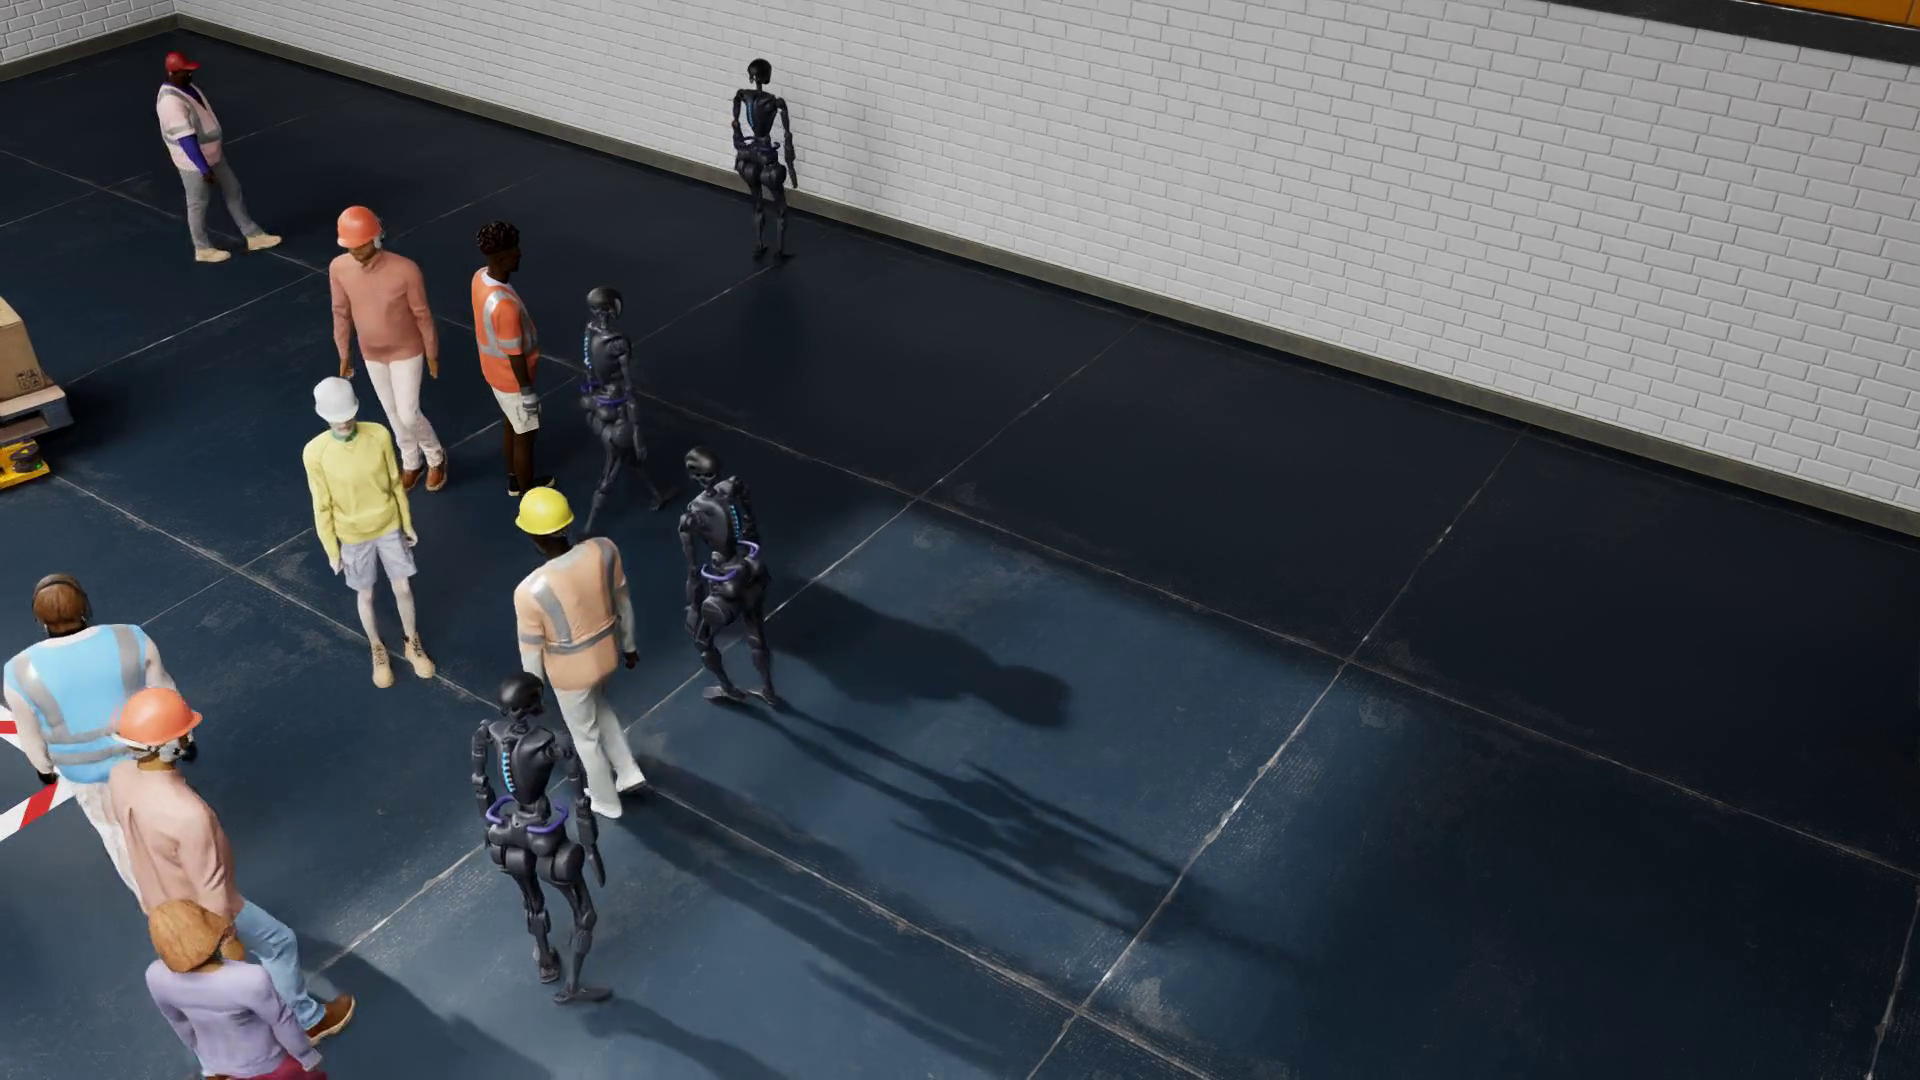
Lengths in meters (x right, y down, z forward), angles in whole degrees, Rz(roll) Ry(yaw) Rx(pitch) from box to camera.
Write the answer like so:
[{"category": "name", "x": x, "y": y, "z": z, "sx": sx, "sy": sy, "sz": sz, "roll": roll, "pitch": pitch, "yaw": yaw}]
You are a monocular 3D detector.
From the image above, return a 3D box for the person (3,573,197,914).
[{"category": "person", "x": -3.841, "y": 0.952, "z": 7.548, "sx": 0.667, "sy": 1.822, "sz": 0.439, "roll": -21, "pitch": 40, "yaw": -27}]

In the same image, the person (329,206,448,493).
[{"category": "person", "x": -3.604, "y": -1.167, "z": 10.446, "sx": 0.624, "sy": 1.981, "sz": 0.467, "roll": 8, "pitch": 36, "yaw": 11}]

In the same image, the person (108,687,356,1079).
[{"category": "person", "x": -3.013, "y": 1.401, "z": 6.786, "sx": 0.631, "sy": 1.959, "sz": 0.778, "roll": 22, "pitch": 40, "yaw": 28}]

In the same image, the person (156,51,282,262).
[{"category": "person", "x": -6.002, "y": -3.066, "z": 13.370, "sx": 0.734, "sy": 1.731, "sz": 0.624, "roll": -2, "pitch": 35, "yaw": -3}]

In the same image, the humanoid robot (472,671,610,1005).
[{"category": "humanoid robot", "x": -1.840, "y": 1.311, "z": 7.170, "sx": 0.614, "sy": 1.645, "sz": 0.475, "roll": 12, "pitch": 37, "yaw": 16}]

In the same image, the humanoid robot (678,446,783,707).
[{"category": "humanoid robot", "x": -1.220, "y": 0.214, "z": 8.733, "sx": 0.503, "sy": 1.636, "sz": 0.612, "roll": 20, "pitch": 40, "yaw": 26}]

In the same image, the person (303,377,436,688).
[{"category": "person", "x": -3.173, "y": -0.042, "z": 8.918, "sx": 0.502, "sy": 1.889, "sz": 0.424, "roll": -21, "pitch": 40, "yaw": -27}]

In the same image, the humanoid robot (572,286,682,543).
[{"category": "humanoid robot", "x": -2.120, "y": -0.776, "z": 10.196, "sx": 0.829, "sy": 1.613, "sz": 0.614, "roll": -25, "pitch": 42, "yaw": -31}]

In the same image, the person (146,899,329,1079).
[{"category": "person", "x": -2.701, "y": 1.936, "z": 6.320, "sx": 0.529, "sy": 1.607, "sz": 0.504, "roll": 7, "pitch": 36, "yaw": 10}]

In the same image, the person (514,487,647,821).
[{"category": "person", "x": -1.851, "y": 0.572, "z": 8.012, "sx": 0.430, "sy": 1.907, "sz": 0.602, "roll": 22, "pitch": 40, "yaw": 28}]

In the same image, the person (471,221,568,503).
[{"category": "person", "x": -2.761, "y": -1.046, "z": 10.287, "sx": 0.368, "sy": 1.958, "sz": 0.604, "roll": -17, "pitch": 38, "yaw": -22}]

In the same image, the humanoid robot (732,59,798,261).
[{"category": "humanoid robot", "x": -1.604, "y": -3.073, "z": 13.423, "sx": 0.603, "sy": 1.649, "sz": 0.316, "roll": 18, "pitch": 39, "yaw": 23}]

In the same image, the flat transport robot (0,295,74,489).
[{"category": "flat transport robot", "x": -6.741, "y": -0.688, "z": 11.247, "sx": 0.659, "sy": 0.231, "sz": 1.431, "roll": -27, "pitch": 43, "yaw": -33}]
